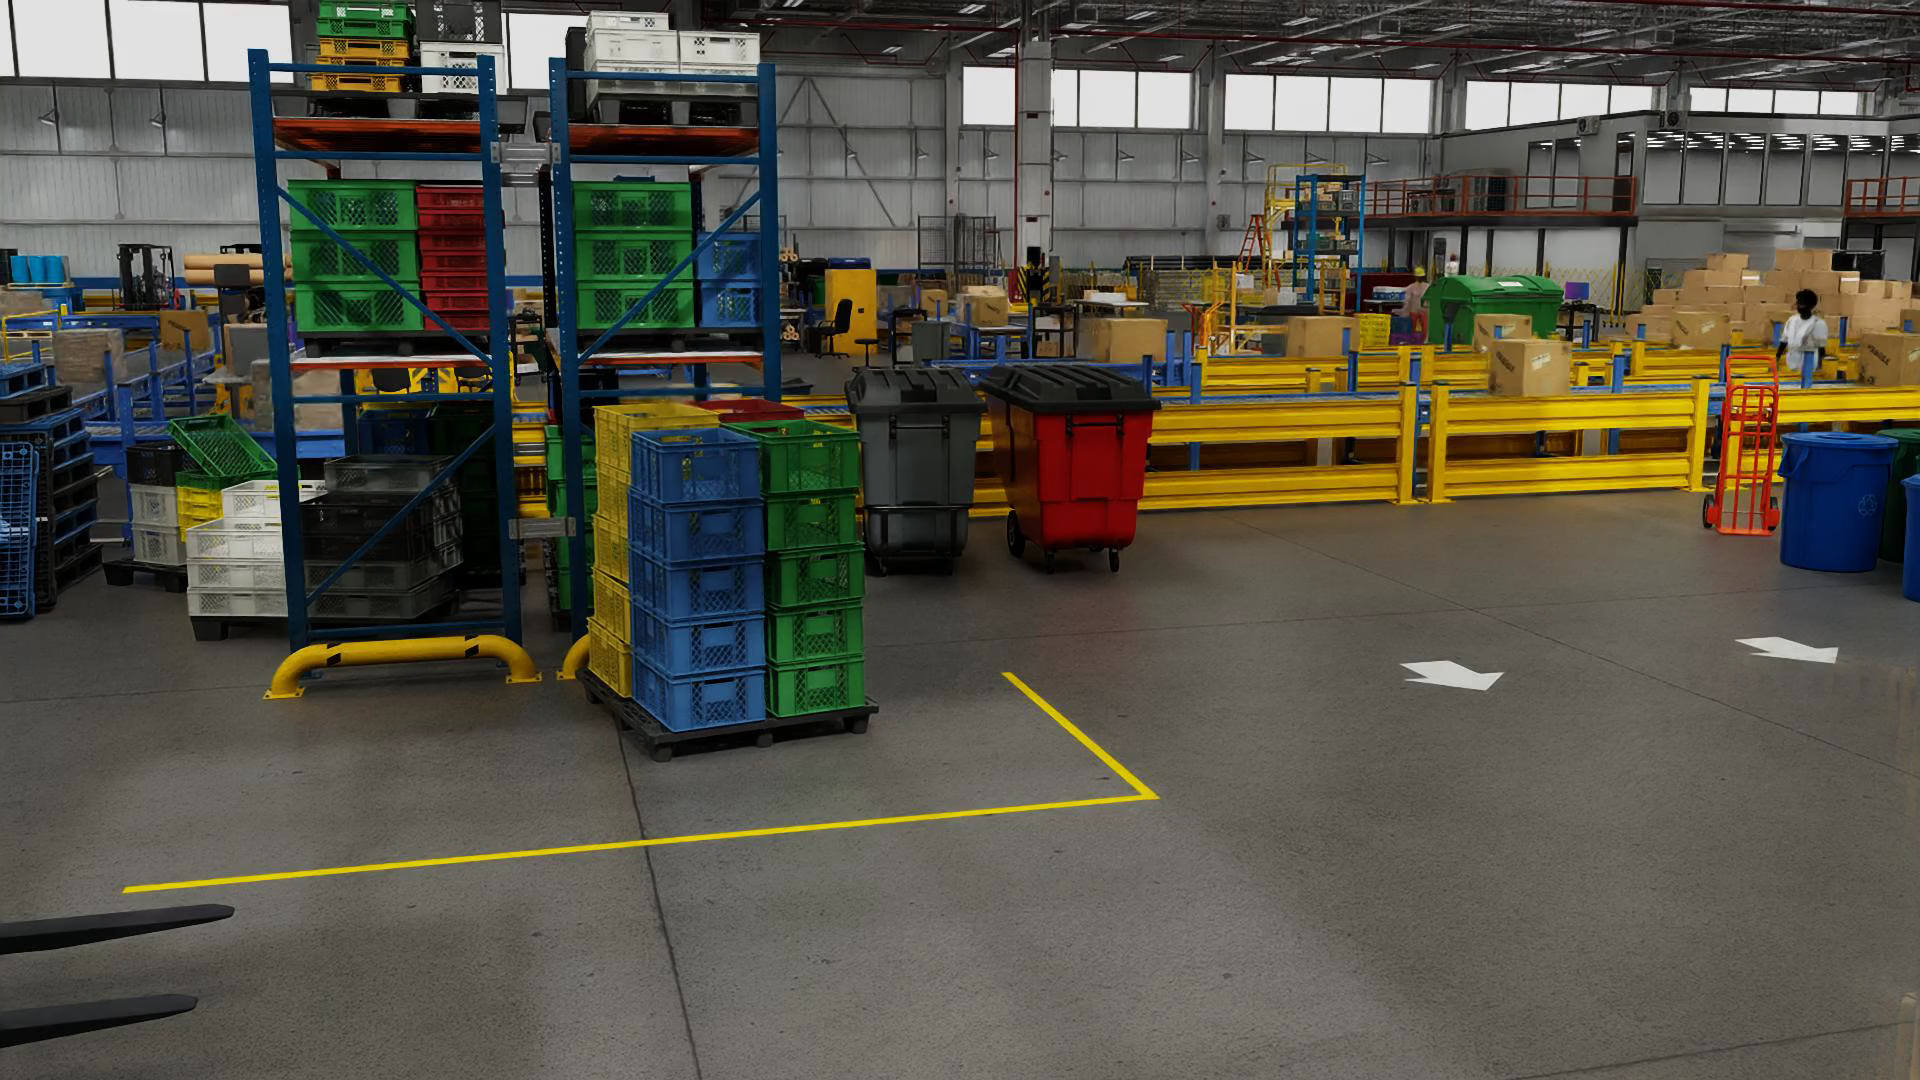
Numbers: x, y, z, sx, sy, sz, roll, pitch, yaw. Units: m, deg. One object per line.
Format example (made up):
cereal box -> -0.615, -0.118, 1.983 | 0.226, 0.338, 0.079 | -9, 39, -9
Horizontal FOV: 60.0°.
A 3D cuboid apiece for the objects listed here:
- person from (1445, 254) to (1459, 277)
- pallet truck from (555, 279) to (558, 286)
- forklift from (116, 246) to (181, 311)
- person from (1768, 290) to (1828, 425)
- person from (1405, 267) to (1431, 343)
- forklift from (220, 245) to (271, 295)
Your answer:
person -> 17.343, -9.169, 58.736 | 0.610, 1.869, 0.419 | -3, 10, -15
pallet truck -> -10.604, -6.375, 44.520 | 0.653, 1.274, 1.630 | -3, 10, -15
forklift -> -19.966, -6.232, 40.894 | 1.157, 1.987, 2.680 | -3, 10, -15
person -> 9.210, -1.914, 18.264 | 0.886, 1.646, 0.548 | -3, 10, -14
person -> 8.740, -4.331, 31.697 | 0.541, 1.730, 0.623 | -1, 10, -7
forklift -> -17.749, -6.334, 41.440 | 1.157, 1.987, 2.680 | -3, 10, -17
